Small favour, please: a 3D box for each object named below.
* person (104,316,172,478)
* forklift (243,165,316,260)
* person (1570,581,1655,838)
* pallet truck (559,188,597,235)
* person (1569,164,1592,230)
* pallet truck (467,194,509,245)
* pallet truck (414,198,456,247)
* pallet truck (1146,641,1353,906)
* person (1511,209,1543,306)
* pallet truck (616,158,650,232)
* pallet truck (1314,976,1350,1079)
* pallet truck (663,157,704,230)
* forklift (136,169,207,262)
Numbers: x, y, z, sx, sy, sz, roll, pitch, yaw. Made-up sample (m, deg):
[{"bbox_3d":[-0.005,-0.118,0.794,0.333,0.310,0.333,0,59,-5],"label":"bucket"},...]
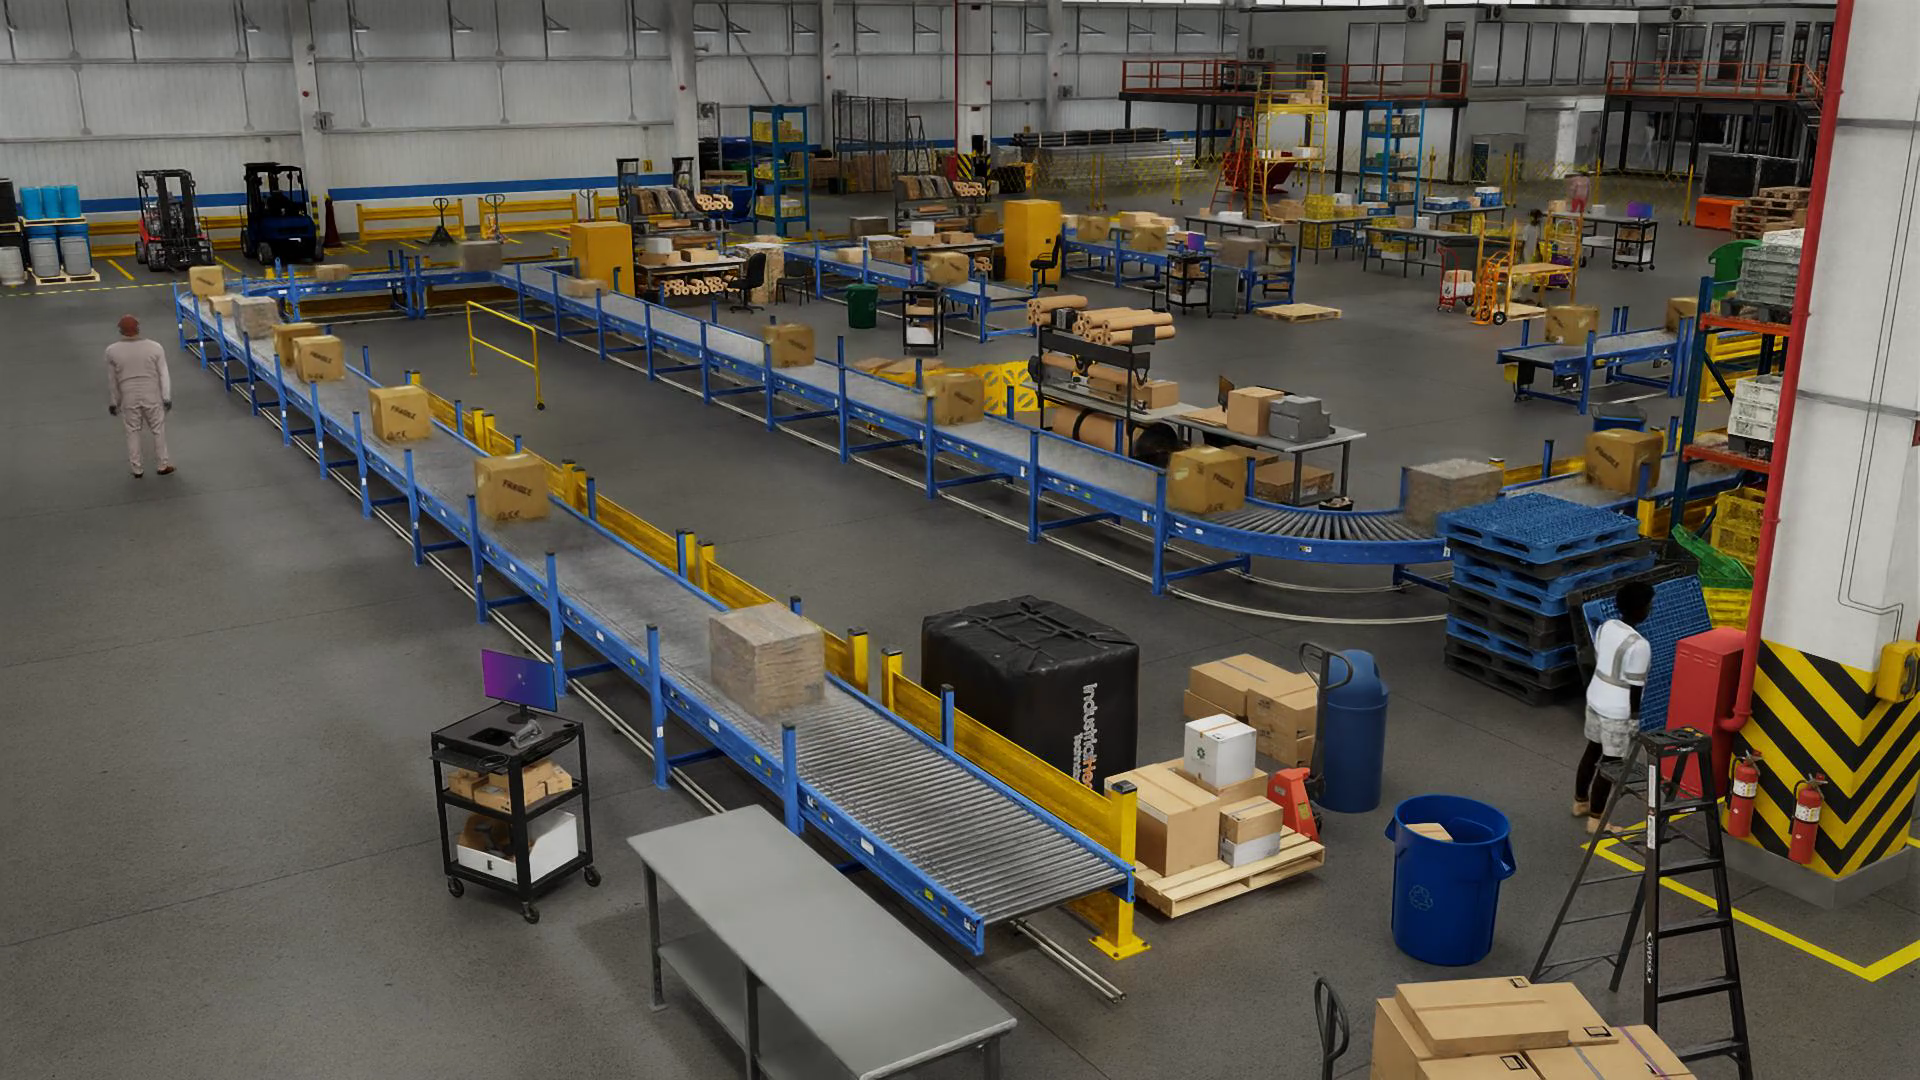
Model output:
[{"bbox_3d":[-9.602,-1.672,19.468,0.691,1.899,0.402,-8,19,-26],"label":"person"},{"bbox_3d":[-15.898,-7.669,38.708,1.157,1.987,2.680,-11,20,-33],"label":"forklift"},{"bbox_3d":[4.212,1.073,10.694,0.328,1.689,0.544,-1,17,-3],"label":"person"},{"bbox_3d":[-10.010,-8.652,43.699,0.653,1.274,1.630,-10,20,-31],"label":"pallet truck"},{"bbox_3d":[16.743,-9.251,44.903,0.540,1.754,0.460,2,17,6],"label":"person"},{"bbox_3d":[-11.983,-8.177,42.137,0.704,1.261,1.522,-11,20,-33],"label":"pallet truck"},{"bbox_3d":[-13.250,-8.060,41.856,0.680,1.201,1.601,-10,20,-31],"label":"pallet truck"},{"bbox_3d":[1.664,1.407,10.232,1.630,1.274,0.653,-10,20,-31],"label":"pallet truck"},{"bbox_3d":[11.101,-5.473,32.211,0.727,1.834,0.482,11,20,32],"label":"person"},{"bbox_3d":[-8.918,-9.176,44.255,0.823,1.965,1.885,-9,19,-27],"label":"pallet truck"},{"bbox_3d":[2.299,2.390,7.086,1.601,1.201,0.680,-2,17,-7],"label":"pallet truck"},{"bbox_3d":[-7.586,-9.308,44.692,0.823,1.965,1.885,-11,20,-33],"label":"pallet truck"},{"bbox_3d":[-17.842,-7.318,37.559,1.157,1.987,2.680,-10,20,-31],"label":"forklift"}]
